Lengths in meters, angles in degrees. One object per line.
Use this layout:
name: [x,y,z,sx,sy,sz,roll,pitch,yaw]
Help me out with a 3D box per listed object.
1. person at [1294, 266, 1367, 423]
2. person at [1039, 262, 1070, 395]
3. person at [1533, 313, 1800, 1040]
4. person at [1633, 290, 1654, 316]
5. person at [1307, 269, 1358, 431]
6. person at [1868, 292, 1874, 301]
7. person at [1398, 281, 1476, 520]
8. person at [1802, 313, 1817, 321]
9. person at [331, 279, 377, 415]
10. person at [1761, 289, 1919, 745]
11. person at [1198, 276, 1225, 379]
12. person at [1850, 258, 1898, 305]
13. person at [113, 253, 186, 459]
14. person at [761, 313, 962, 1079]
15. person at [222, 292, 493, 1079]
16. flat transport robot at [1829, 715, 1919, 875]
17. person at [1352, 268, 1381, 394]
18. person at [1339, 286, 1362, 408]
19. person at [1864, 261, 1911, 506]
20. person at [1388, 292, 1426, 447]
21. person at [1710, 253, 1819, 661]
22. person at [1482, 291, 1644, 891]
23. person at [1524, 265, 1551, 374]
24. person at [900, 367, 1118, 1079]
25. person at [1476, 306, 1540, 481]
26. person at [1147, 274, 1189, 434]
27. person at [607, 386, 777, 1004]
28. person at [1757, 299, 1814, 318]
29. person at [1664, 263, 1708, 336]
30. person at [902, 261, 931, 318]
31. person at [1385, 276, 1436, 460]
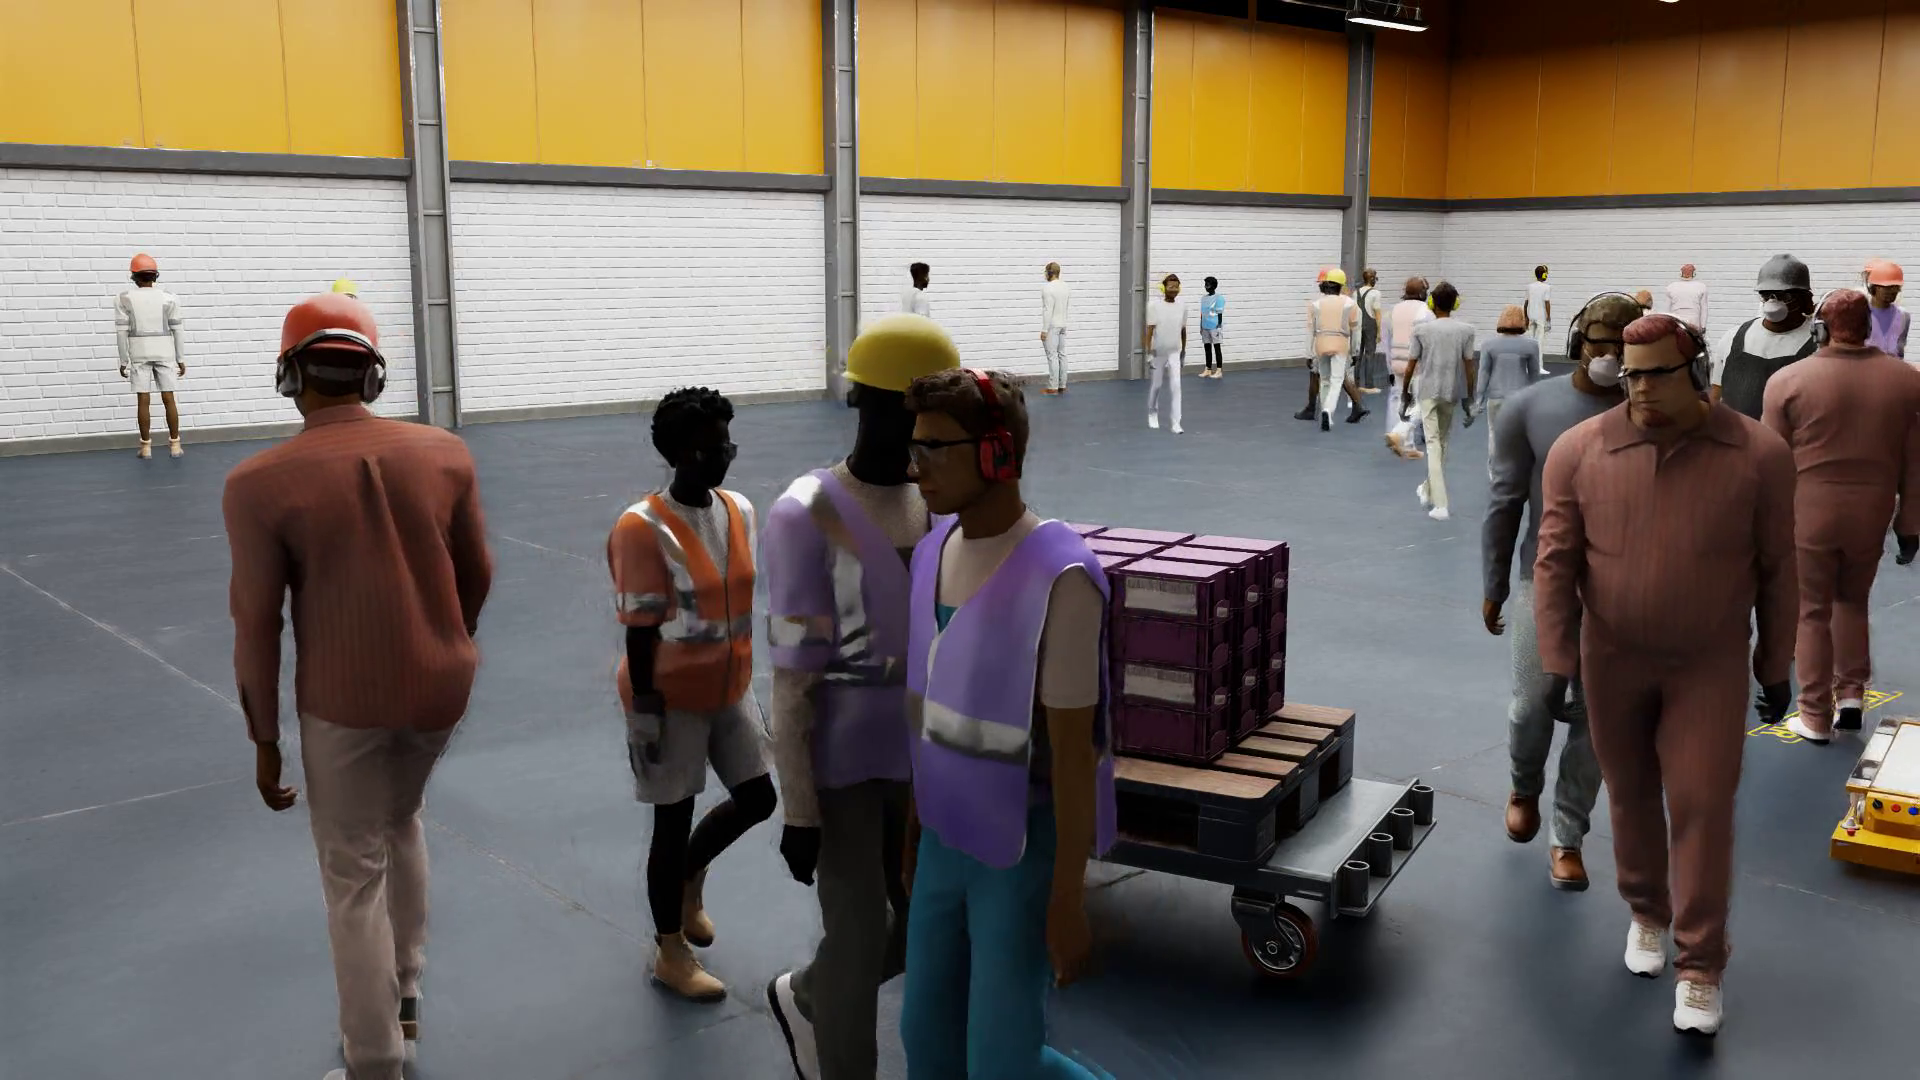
person: [4.564,-2.376,20.274,0.562,1.907,0.947,-9,13,-44]
person: [1.371,-3.075,24.245,0.355,1.936,0.637,6,12,33]
person: [1.854,0.340,4.436,0.659,1.866,0.880,5,11,28]
person: [8.718,-2.423,21.452,0.513,1.587,0.866,8,13,40]
person: [4.341,-2.233,19.492,0.578,1.887,0.916,4,11,23]
person: [10.470,-2.122,19.133,0.898,1.785,0.593,-4,10,-20]
person: [3.722,-1.103,13.041,0.551,1.817,0.961,0,10,0]
person: [6.882,-1.108,13.737,0.533,1.583,0.896,6,11,31]
person: [-6.114,-1.688,16.559,0.608,1.785,0.881,-9,13,-41]
person: [3.619,-0.092,6.923,0.657,1.884,0.444,1,10,6]
person: [4.164,-3.517,27.559,0.319,1.694,0.533,-7,12,-34]
person: [10.989,-2.404,20.147,0.624,1.993,0.385,6,11,31]
person: [-8.096,-1.832,16.653,0.614,2.045,0.368,-5,11,-29]
person: [-0.230,0.456,3.651,0.570,1.905,0.606,8,13,40]
person: [-1.410,0.384,4.009,0.632,1.930,0.710,-9,13,-42]
flat transport robot: [3.539,0.897,5.862,0.652,0.197,1.431,7,12,34]
person: [5.989,-3.071,24.495,0.328,1.842,0.516,-7,12,-36]
person: [5.116,-2.583,22.305,0.513,1.623,0.320,3,10,15]
person: [7.548,-1.315,13.838,0.604,1.994,1.032,0,10,-1]
person: [4.839,-1.873,17.834,0.528,1.730,0.870,6,12,33]
person: [4.057,-0.414,8.364,0.672,2.000,0.536,9,13,43]
person: [2.013,0.160,5.375,0.635,1.918,0.491,3,10,16]
person: [9.915,-3.774,28.539,0.310,1.868,0.533,-7,12,-34]
person: [0.086,0.584,3.154,0.632,1.819,0.598,-6,11,-30]
person: [4.820,-1.258,14.636,0.523,1.584,0.875,3,10,19]
person: [2.387,-2.173,19.299,0.514,1.832,0.951,-1,10,-5]
person: [-0.733,0.421,4.538,0.385,1.686,0.539,7,12,37]
person: [9.579,-2.205,19.401,0.619,1.854,0.588,3,10,19]
person: [11.393,-3.379,26.122,0.643,1.908,0.411,5,11,29]
person: [-0.504,-2.432,20.421,0.414,1.952,0.639,-4,11,-23]
person: [4.424,-1.676,16.367,0.579,1.830,0.640,-6,12,-33]
